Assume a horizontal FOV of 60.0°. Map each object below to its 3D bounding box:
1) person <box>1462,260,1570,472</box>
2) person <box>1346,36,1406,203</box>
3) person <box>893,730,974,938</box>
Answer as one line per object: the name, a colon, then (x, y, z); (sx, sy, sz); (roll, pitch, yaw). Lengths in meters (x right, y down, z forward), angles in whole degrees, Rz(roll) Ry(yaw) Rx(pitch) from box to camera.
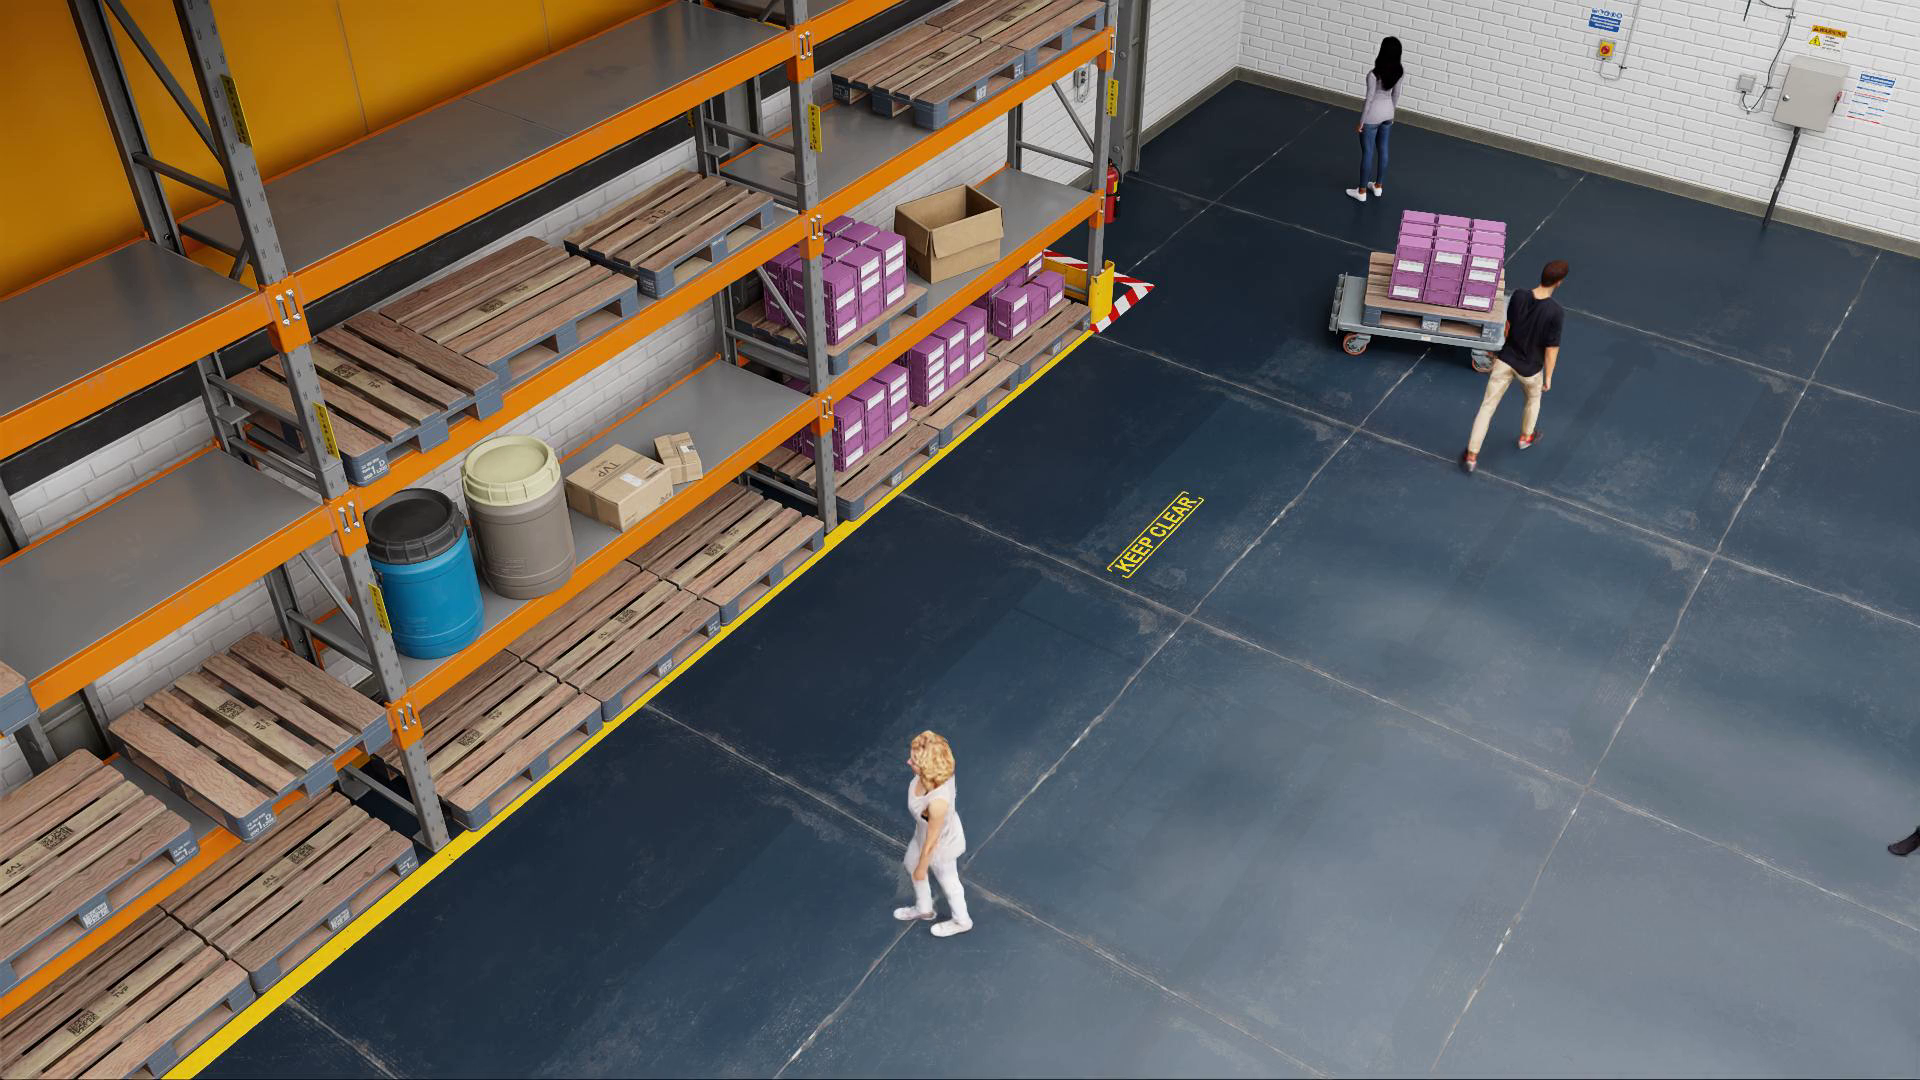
person: (4.444, -1.350, 13.347); (0.685, 1.786, 1.030); (20, 43, 23)
person: (4.316, -4.341, 17.133); (0.619, 1.736, 0.743); (-18, 42, -22)
person: (-0.041, 1.723, 9.608); (0.863, 1.652, 0.805); (-4, 39, -5)
